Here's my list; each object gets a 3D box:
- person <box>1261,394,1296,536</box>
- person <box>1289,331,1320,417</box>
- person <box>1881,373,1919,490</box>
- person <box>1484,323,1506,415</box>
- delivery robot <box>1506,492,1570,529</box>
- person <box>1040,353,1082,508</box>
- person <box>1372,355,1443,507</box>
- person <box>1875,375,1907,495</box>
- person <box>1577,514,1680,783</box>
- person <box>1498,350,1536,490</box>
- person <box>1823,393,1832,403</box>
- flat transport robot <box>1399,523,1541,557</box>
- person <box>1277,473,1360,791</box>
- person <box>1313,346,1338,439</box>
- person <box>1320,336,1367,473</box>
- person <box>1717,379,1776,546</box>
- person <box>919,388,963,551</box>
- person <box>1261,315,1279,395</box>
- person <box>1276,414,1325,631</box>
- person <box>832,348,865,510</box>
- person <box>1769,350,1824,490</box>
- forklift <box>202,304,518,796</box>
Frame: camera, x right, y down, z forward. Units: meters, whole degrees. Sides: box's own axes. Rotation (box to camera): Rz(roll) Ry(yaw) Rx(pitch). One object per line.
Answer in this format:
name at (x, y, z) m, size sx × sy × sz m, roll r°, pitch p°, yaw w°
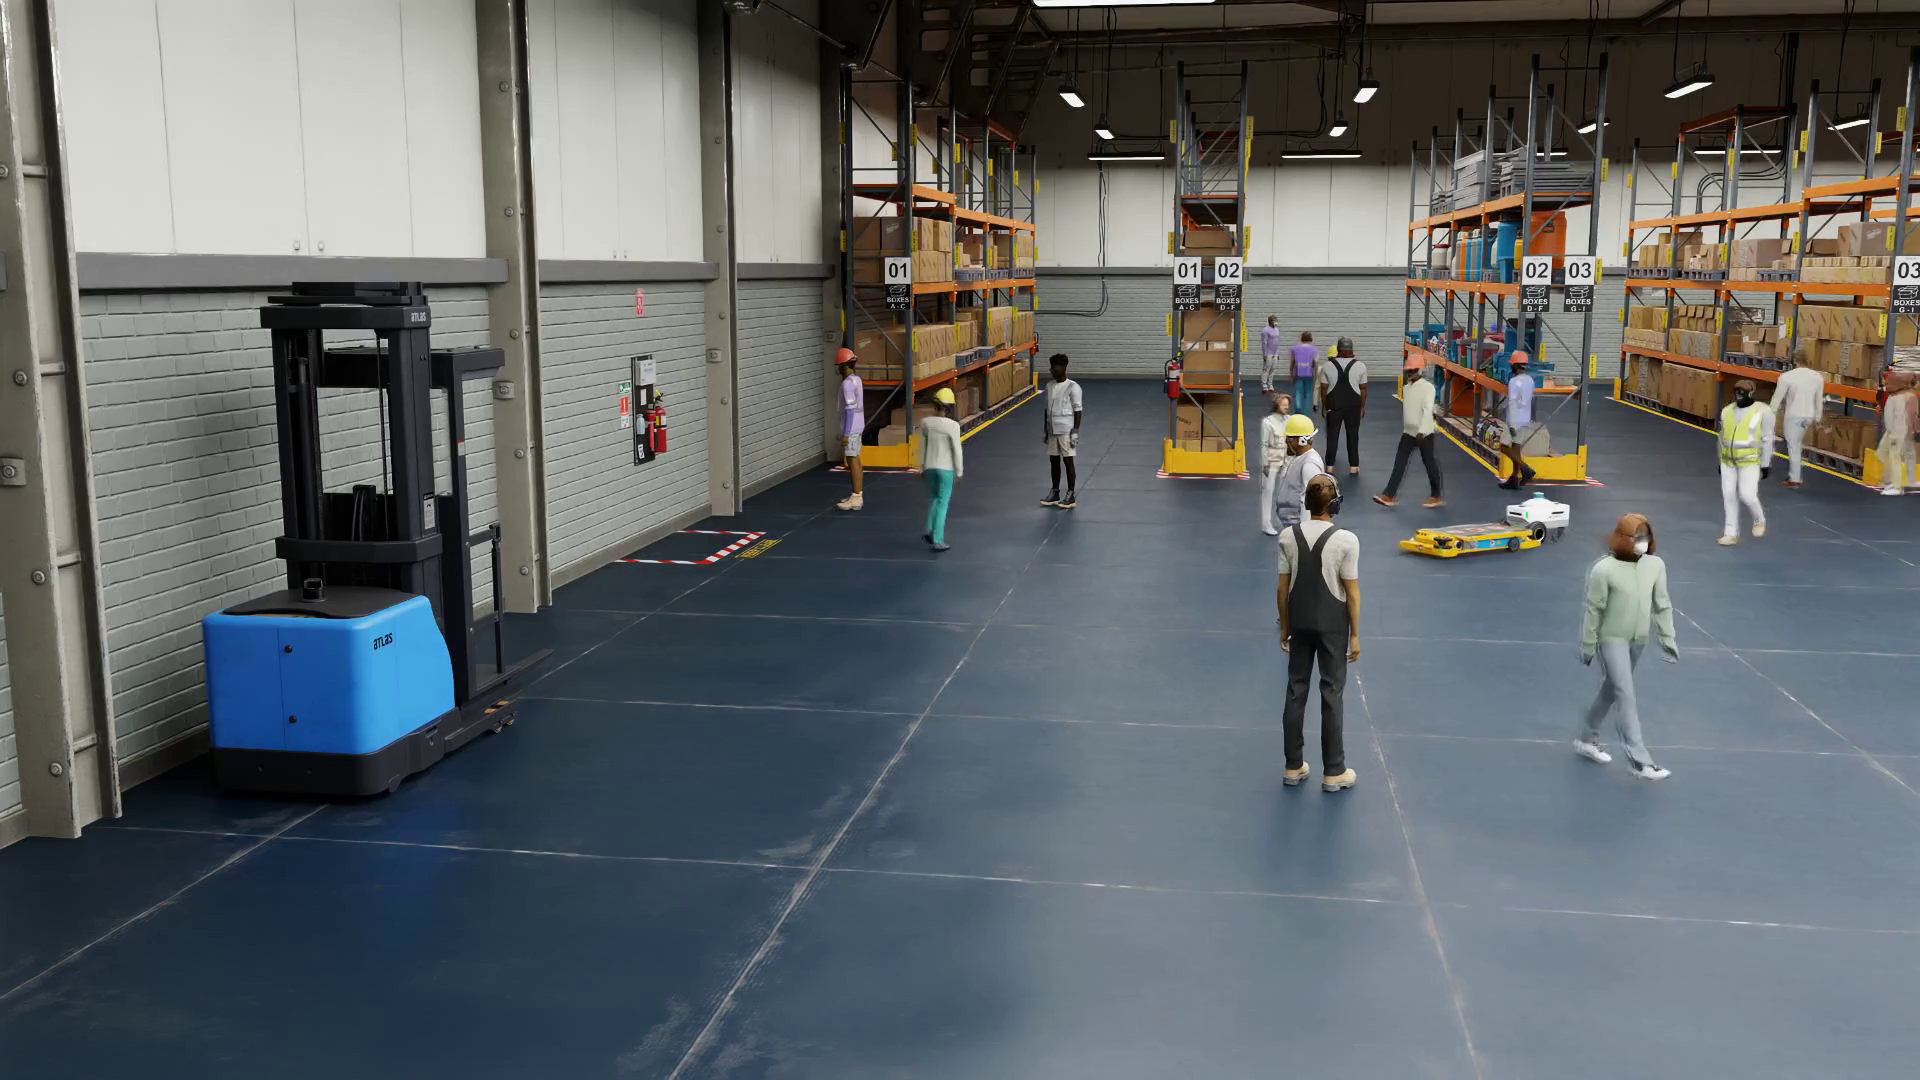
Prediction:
person at (3.661, -0.834, 18.781) m, size 0.541 × 1.614 × 0.674 m, roll -4°, pitch 10°, yaw -26°
person at (6.823, -3.241, 33.027) m, size 0.591 × 1.819 × 0.644 m, roll 2°, pitch 9°, yaw 13°
person at (13.024, -1.475, 22.752) m, size 0.727 × 1.606 × 0.551 m, roll 2°, pitch 9°, yaw 12°
person at (11.198, -3.582, 34.815) m, size 0.646 × 1.925 × 0.488 m, roll 8°, pitch 12°, yaw 41°
delivery robot at (6.454, -0.288, 18.555) m, size 0.707 × 0.478 × 0.477 m, roll -5°, pitch 10°, yaw -27°
person at (1.284, -1.403, 21.247) m, size 0.361 × 1.962 × 0.612 m, roll -8°, pitch 12°, yaw -41°
person at (5.752, -1.371, 21.113) m, size 1.043 × 1.936 × 0.629 m, roll -5°, pitch 10°, yaw -27°
person at (12.543, -1.413, 22.357) m, size 0.359 × 1.616 × 0.516 m, roll 2°, pitch 9°, yaw 11°
person at (4.002, 0.627, 9.929) m, size 0.504 × 1.575 × 0.896 m, roll -4°, pitch 10°, yaw -21°
person at (7.697, -1.640, 22.843) m, size 0.551 × 1.921 × 0.516 m, roll -7°, pitch 12°, yaw -38°
person at (19.760, -4.067, 37.856) m, size 0.610 × 1.906 × 0.444 m, roll 3°, pitch 10°, yaw 17°
flat transport robot at (5.533, -0.013, 18.019) m, size 1.431 × 0.197 × 0.652 m, roll -5°, pitch 10°, yaw -27°
person at (2.093, 0.529, 9.705) m, size 0.505 × 1.846 × 0.346 m, roll 6°, pitch 11°, yaw 35°
person at (6.110, -2.290, 27.258) m, size 0.606 × 1.800 × 0.892 m, roll 4°, pitch 10°, yaw 23°
person at (5.735, -2.007, 24.874) m, size 0.683 × 2.000 × 0.537 m, roll 3°, pitch 10°, yaw 16°
person at (8.611, -0.856, 18.280) m, size 0.519 × 1.832 × 0.639 m, roll -6°, pitch 11°, yaw -34°
person at (-0.201, -0.762, 17.931) m, size 0.545 × 1.748 × 0.409 m, roll 7°, pitch 11°, yaw 36°
person at (7.570, -4.511, 40.498) m, size 0.371 × 1.941 × 0.627 m, roll 8°, pitch 12°, yaw 42°
person at (2.839, -0.136, 13.882) m, size 0.403 × 1.824 × 0.596 m, roll 0°, pitch 9°, yaw 3°
person at (-1.414, -1.404, 21.045) m, size 0.404 × 2.035 × 0.609 m, roll 1°, pitch 9°, yaw 7°
person at (11.597, -1.679, 23.129) m, size 0.687 × 1.901 × 0.706 m, roll -2°, pitch 9°, yaw -13°
forklift at (-3.673, -0.038, 10.147) m, size 1.129 × 2.768 × 1.873 m, roll 1°, pitch 9°, yaw 9°
